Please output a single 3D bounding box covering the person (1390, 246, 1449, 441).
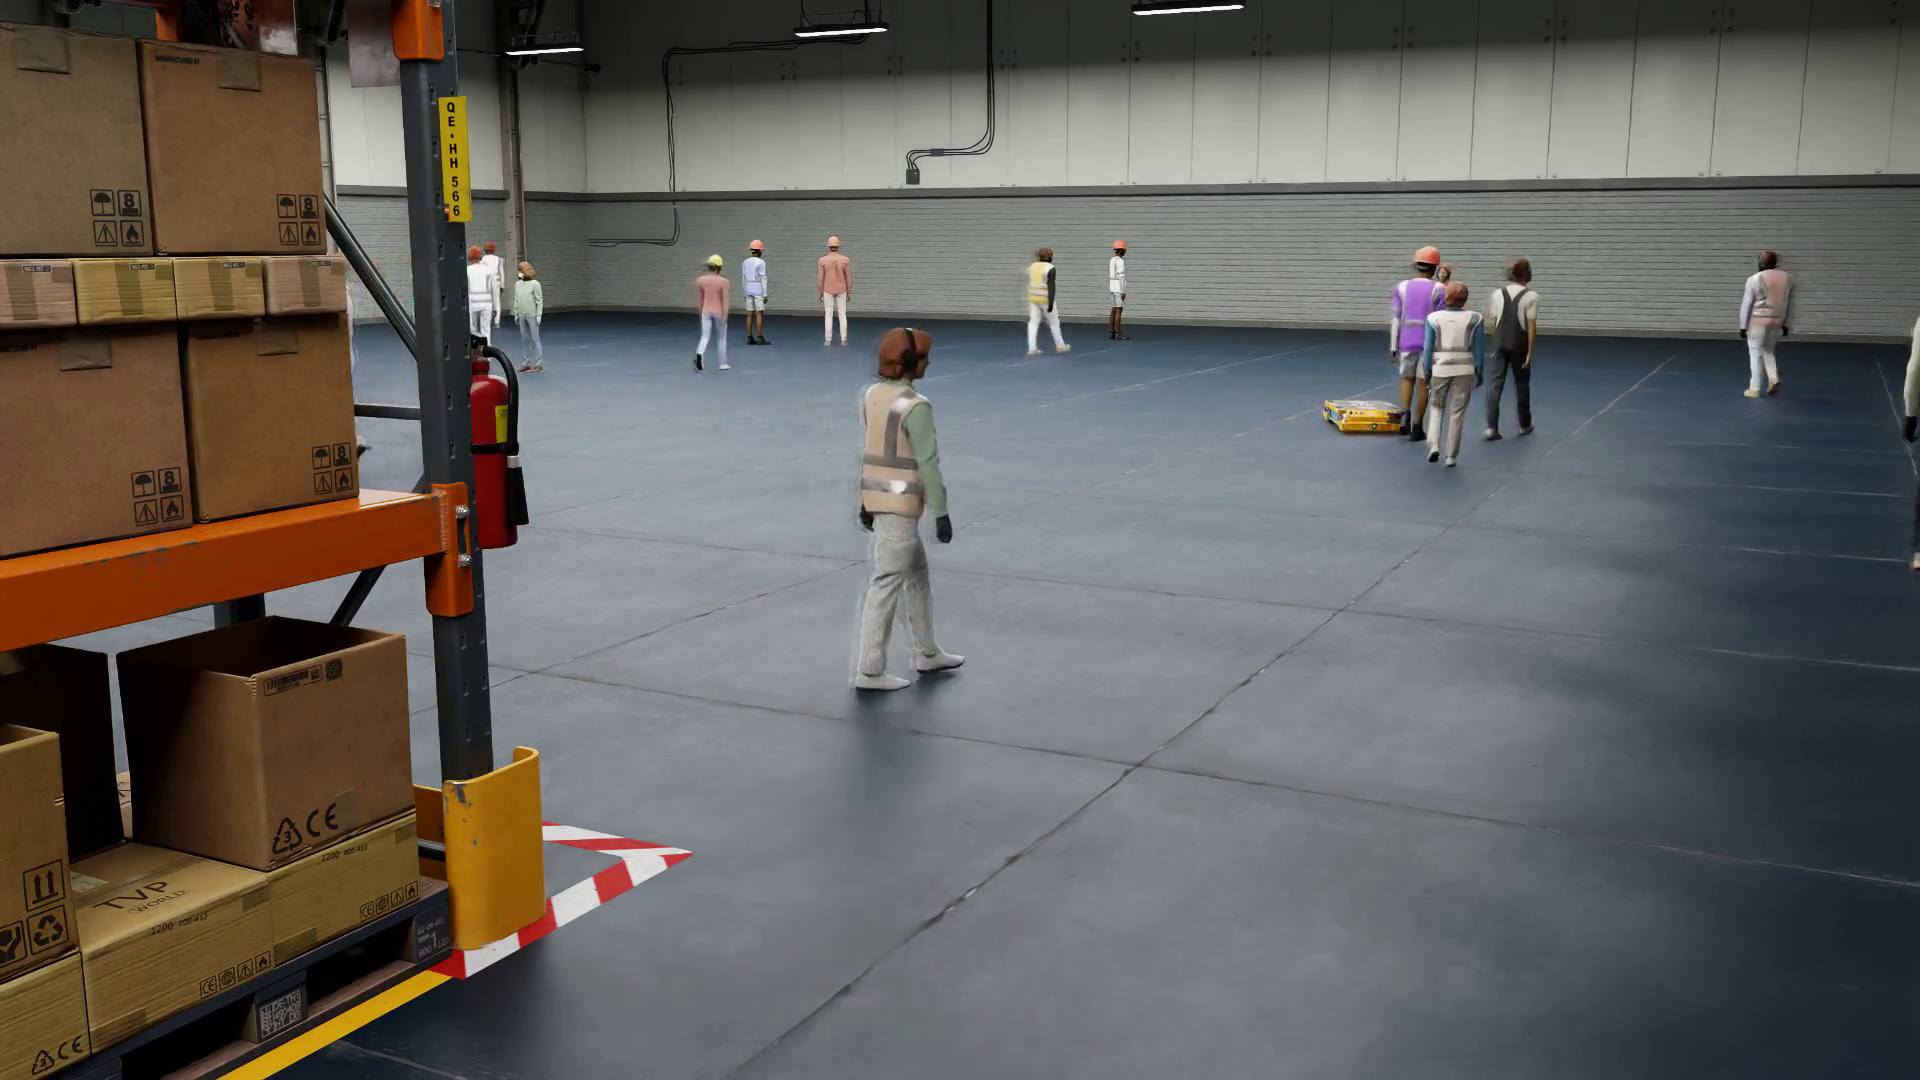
[{"bbox_3d":[4.555,-1.934,16.424,0.571,1.913,0.417,6,12,32],"label":"person"}]

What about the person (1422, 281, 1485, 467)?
[{"bbox_3d":[4.324,-1.448,14.574,0.519,1.626,0.378,4,11,21],"label":"person"}]

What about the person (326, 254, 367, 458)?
[{"bbox_3d":[-5.321,-1.464,13.923,0.419,1.892,0.672,-4,11,-23],"label":"person"}]

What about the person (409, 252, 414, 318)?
[{"bbox_3d":[-10.766,-4.948,33.326,0.522,1.740,0.697,5,12,26],"label":"person"}]

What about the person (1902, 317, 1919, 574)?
[{"bbox_3d":[5.991,-0.764,9.977,0.630,1.951,1.009,8,13,38],"label":"person"}]

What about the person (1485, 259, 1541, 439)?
[{"bbox_3d":[5.536,-1.903,16.619,0.505,1.796,0.991,8,13,37],"label":"person"}]

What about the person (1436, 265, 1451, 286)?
[{"bbox_3d":[6.781,-3.071,23.493,0.512,1.594,0.864,6,12,31],"label":"person"}]

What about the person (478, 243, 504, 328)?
[{"bbox_3d":[-10.318,-5.576,36.453,0.612,1.847,0.904,-7,13,-35],"label":"person"}]

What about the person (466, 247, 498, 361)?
[{"bbox_3d":[-7.317,-3.515,25.259,0.582,1.835,0.970,-4,11,-20],"label":"person"}]

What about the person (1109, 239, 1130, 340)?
[{"bbox_3d":[3.082,-4.842,32.218,0.354,1.942,0.545,-3,11,-16],"label":"person"}]

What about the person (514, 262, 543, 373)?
[{"bbox_3d":[-6.392,-3.293,24.613,0.507,1.631,0.271,6,12,29],"label":"person"}]

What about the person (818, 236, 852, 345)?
[{"bbox_3d":[-2.304,-4.577,30.620,0.612,1.997,0.375,-1,10,-8],"label":"person"}]

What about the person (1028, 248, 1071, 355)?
[{"bbox_3d":[1.503,-4.059,28.331,0.894,1.807,0.628,-10,14,-44],"label":"person"}]

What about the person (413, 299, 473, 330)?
[{"bbox_3d":[-5.638,-2.201,18.134,0.624,1.820,0.518,-4,11,-19],"label":"person"}]

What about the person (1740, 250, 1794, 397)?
[{"bbox_3d":[10.052,-2.693,20.801,0.652,1.830,0.438,-2,11,-10],"label":"person"}]

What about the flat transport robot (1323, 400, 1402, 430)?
[{"bbox_3d":[4.277,-1.332,17.637,0.652,0.197,1.431,1,10,4],"label":"flat transport robot"}]

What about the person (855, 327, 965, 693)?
[{"bbox_3d":[-0.179,-0.133,7.415,0.718,1.609,0.550,-5,12,-26],"label":"person"}]

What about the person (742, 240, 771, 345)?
[{"bbox_3d":[-3.758,-4.568,30.733,0.548,1.937,0.379,8,13,38],"label":"person"}]

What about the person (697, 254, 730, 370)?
[{"bbox_3d":[-3.697,-3.386,24.817,0.525,1.740,0.728,2,11,13],"label":"person"}]
